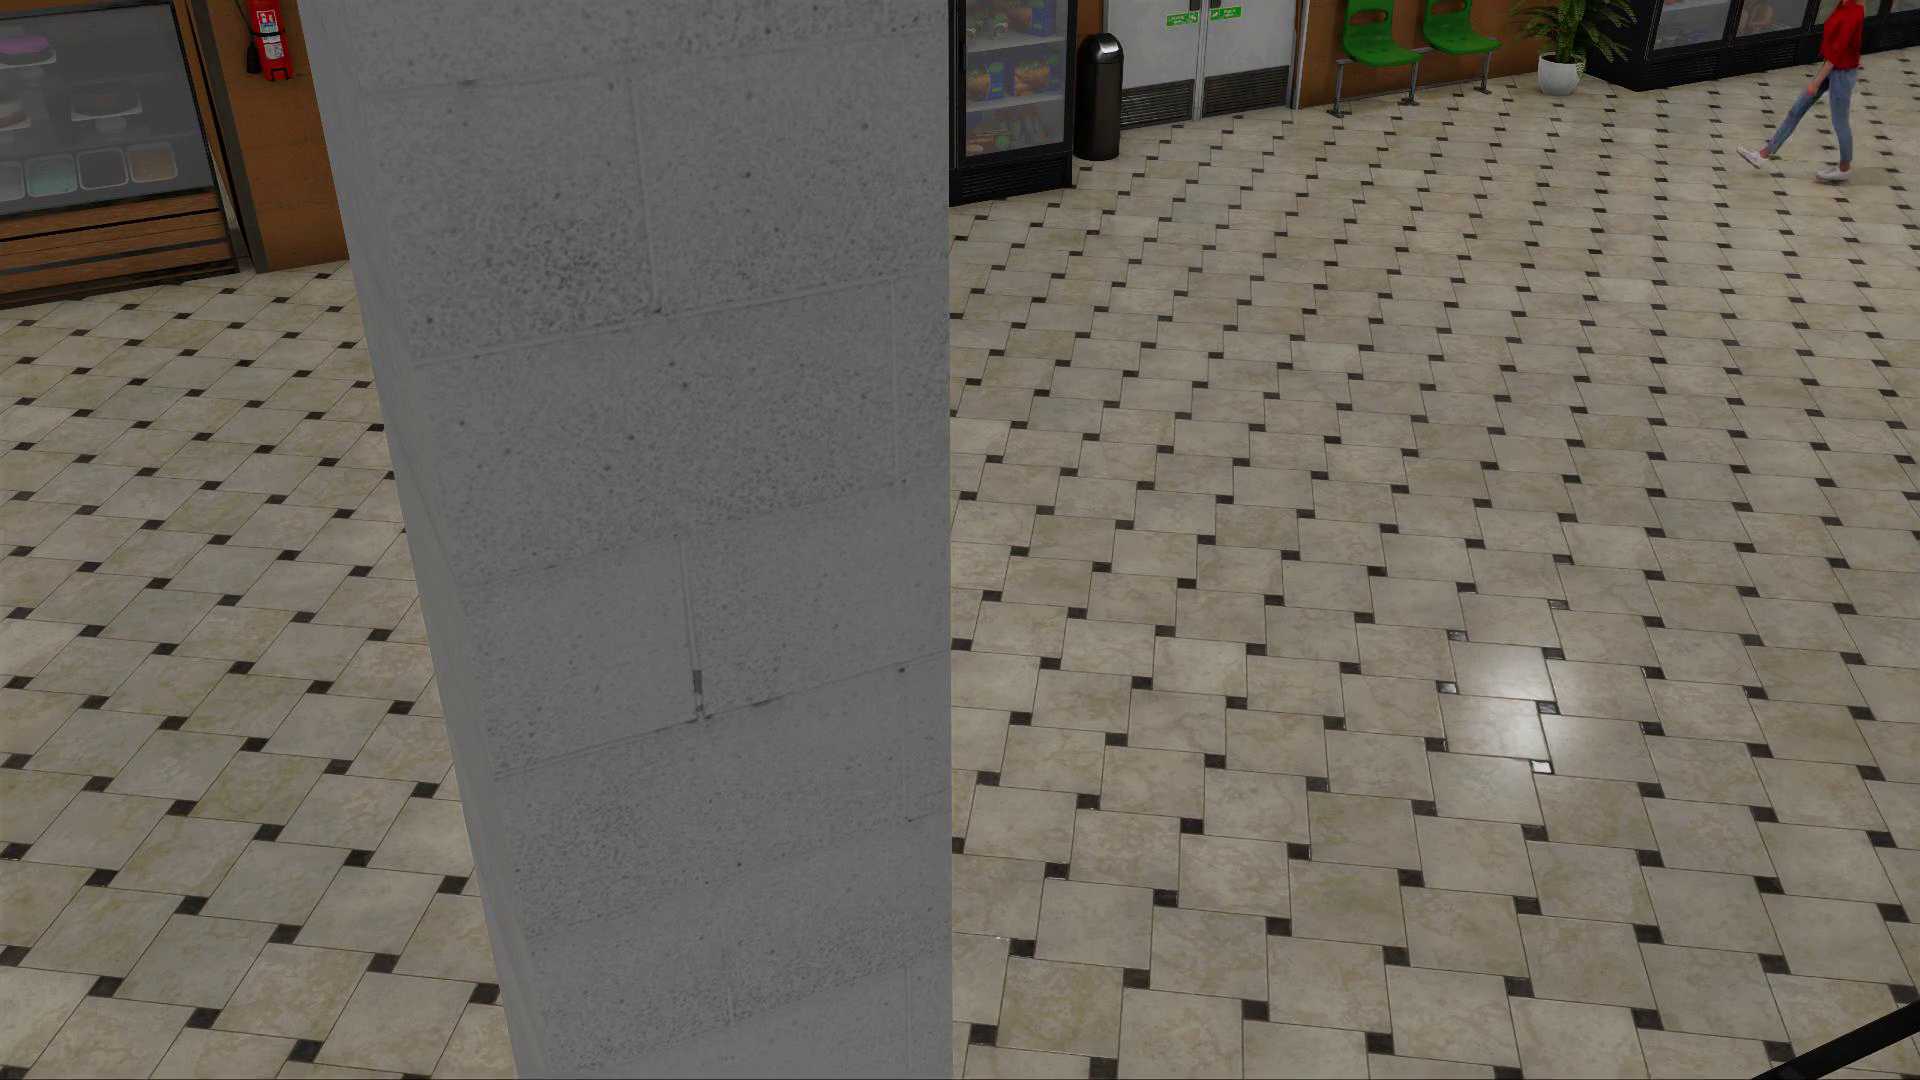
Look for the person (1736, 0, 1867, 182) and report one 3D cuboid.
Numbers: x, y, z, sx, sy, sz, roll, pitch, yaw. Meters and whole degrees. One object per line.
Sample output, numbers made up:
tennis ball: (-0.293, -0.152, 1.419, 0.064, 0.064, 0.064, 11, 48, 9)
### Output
person: (6.845, -3.547, 12.846, 1.090, 1.658, 1.123, 6, 32, 10)
